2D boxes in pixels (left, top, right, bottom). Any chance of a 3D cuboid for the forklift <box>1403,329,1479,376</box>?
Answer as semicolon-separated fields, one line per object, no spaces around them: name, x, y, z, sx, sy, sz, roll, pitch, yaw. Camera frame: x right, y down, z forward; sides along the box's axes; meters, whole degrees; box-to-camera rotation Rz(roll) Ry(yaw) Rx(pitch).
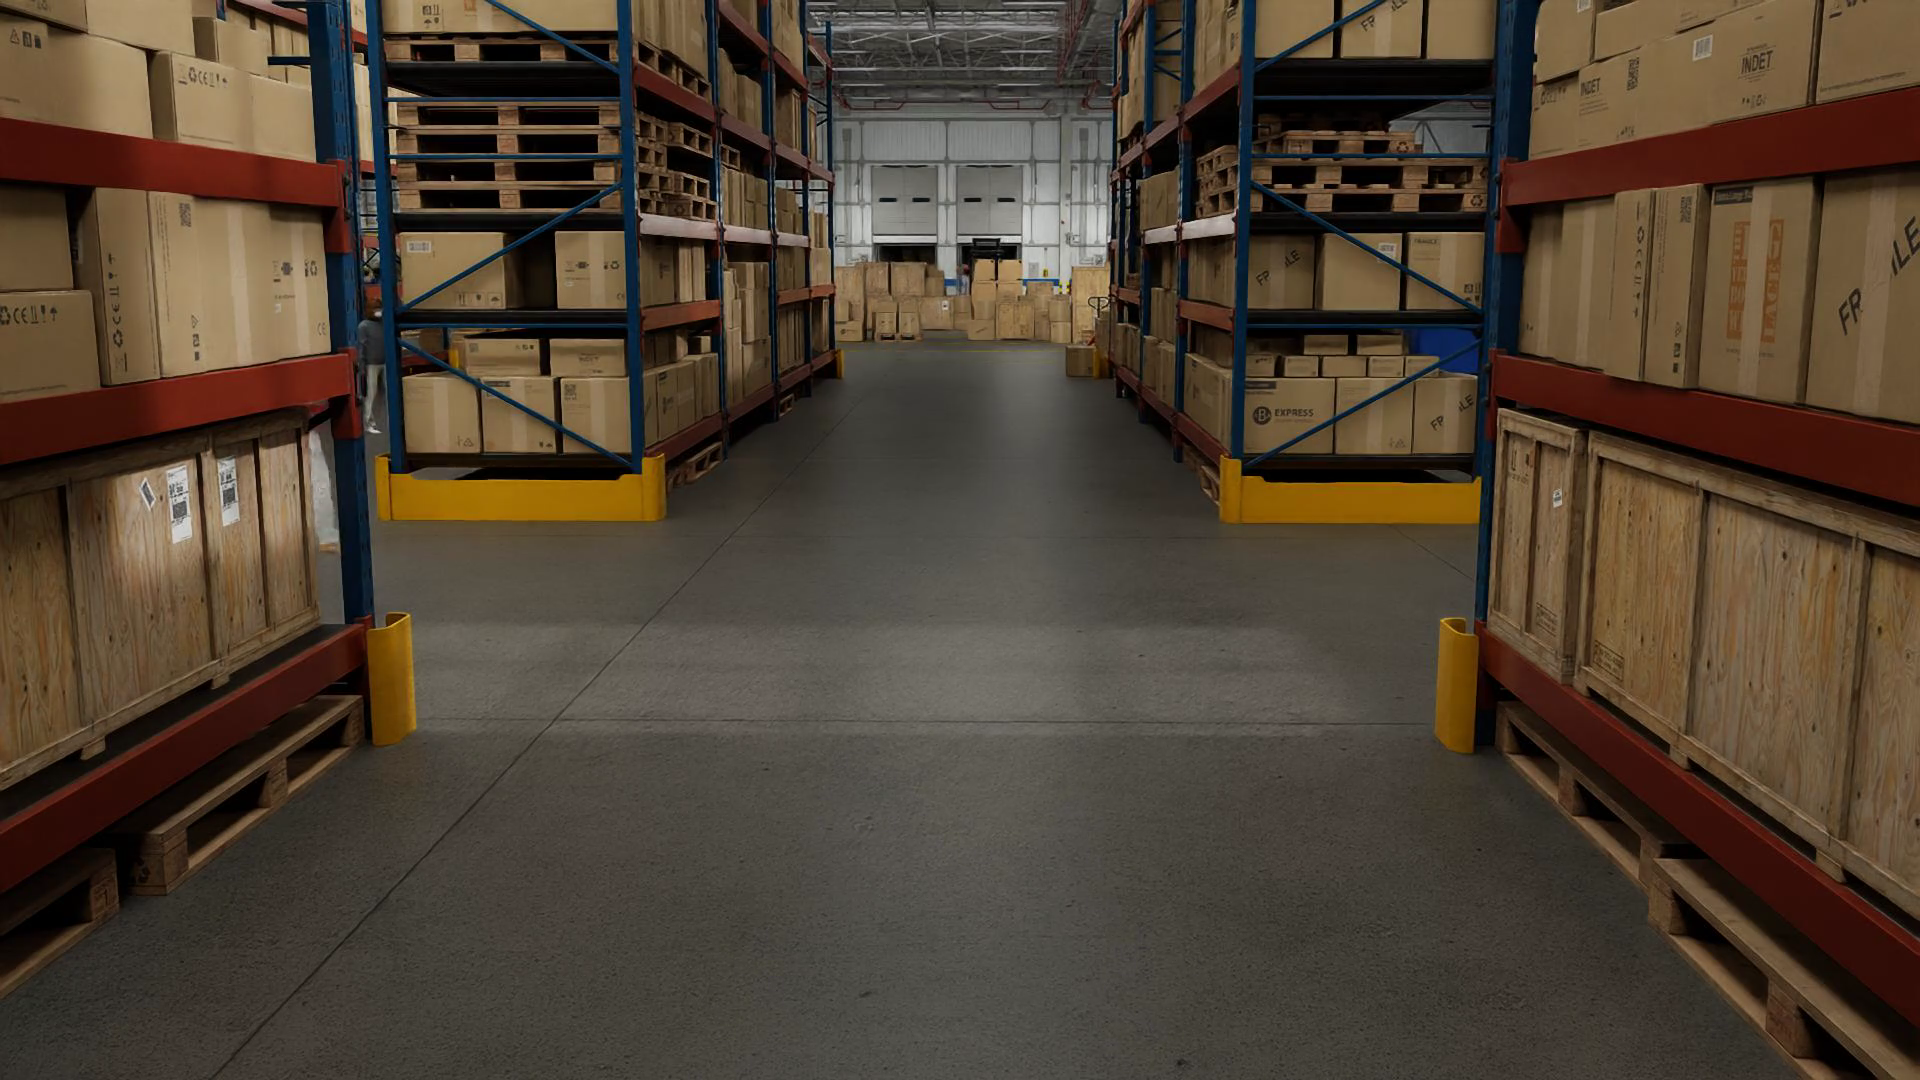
forklift;7.972;-3.737;25.946;1.873;2.768;1.129;0;9;1

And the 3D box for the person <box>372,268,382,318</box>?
person;-15.000;-6.119;43.229;0.500;1.873;0.650;-4;10;-22

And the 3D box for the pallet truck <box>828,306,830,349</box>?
pallet truck;-3.100;-3.940;29.800;1.885;1.965;0.823;3;10;19

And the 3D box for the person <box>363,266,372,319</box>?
person;-19.405;-7.984;54.298;0.627;1.900;0.542;4;10;20

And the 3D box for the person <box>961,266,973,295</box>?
person;0.303;-8.706;58.628;0.769;1.906;0.573;6;11;32

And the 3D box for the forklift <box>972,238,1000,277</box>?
forklift;0.870;-8.589;55.008;1.129;2.768;1.873;0;9;1

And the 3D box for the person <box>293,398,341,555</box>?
person;-4.649;-0.777;11.472;0.847;1.814;0.634;-2;10;-14

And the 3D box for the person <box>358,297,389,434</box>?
person;-6.882;-2.058;19.670;0.310;1.620;0.506;7;12;35
